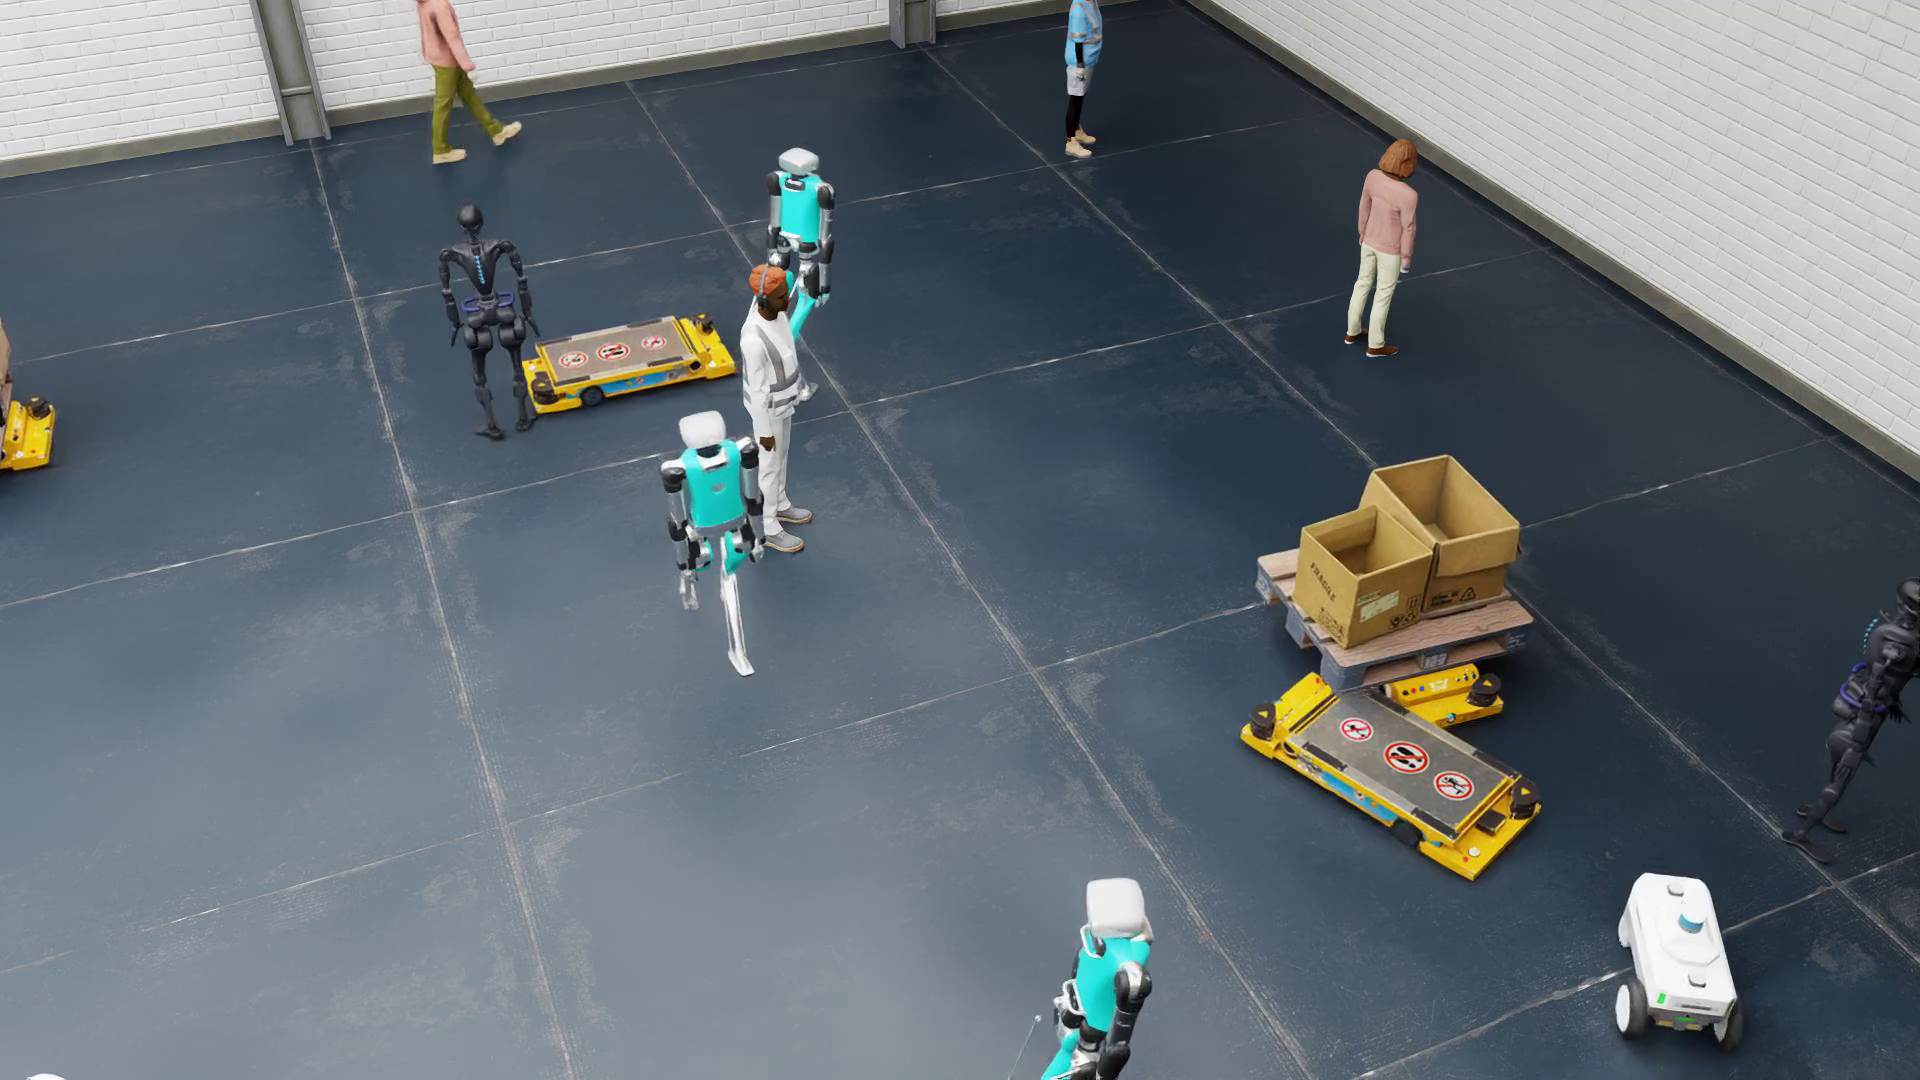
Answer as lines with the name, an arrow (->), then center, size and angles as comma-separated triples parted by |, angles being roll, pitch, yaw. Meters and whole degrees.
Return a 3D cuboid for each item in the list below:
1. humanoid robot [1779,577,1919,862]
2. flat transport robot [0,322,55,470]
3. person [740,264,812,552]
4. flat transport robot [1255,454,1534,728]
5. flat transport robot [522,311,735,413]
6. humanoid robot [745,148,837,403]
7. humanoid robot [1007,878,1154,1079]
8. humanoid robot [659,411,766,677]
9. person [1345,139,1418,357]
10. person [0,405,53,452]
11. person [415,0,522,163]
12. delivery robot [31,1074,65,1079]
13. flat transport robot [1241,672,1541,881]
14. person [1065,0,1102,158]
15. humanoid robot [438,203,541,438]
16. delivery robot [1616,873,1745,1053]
humanoid robot -> 4.384, 0.850, 8.007 | 0.328, 1.652, 0.584 | 28, 45, 31
flat transport robot -> -6.844, -0.610, 11.068 | 1.431, 0.231, 0.659 | -12, 39, -15
person -> -1.118, -0.802, 9.993 | 0.337, 1.882, 0.582 | 5, 38, 7
flat transport robot -> 2.456, 0.540, 9.570 | 0.659, 0.231, 1.431 | -12, 39, -15
flat transport robot -> -2.398, -1.279, 11.939 | 1.431, 0.231, 0.659 | -14, 40, -18
humanoid robot -> -1.184, -1.717, 11.318 | 0.532, 1.772, 0.754 | 21, 42, 25
humanoid robot -> 0.365, 1.998, 6.465 | 0.976, 1.732, 0.539 | -6, 38, -8
humanoid robot -> -1.435, -0.107, 9.223 | 0.558, 1.769, 0.967 | -17, 41, -21
person -> 3.029, -2.085, 11.864 | 0.274, 1.632, 0.506 | -21, 42, -25
person -> -6.428, -1.229, 10.522 | 0.673, 1.910, 0.564 | -20, 42, -24
person -> -4.331, -4.185, 14.464 | 0.907, 1.797, 0.572 | -17, 41, -21
delivery robot -> -3.538, 2.501, 6.795 | 0.797, 0.608, 0.499 | 13, 39, 17
flat transport robot -> 2.251, 1.182, 8.735 | 1.431, 0.231, 0.659 | 31, 47, 34
person -> 1.084, -4.219, 14.592 | 0.315, 1.695, 0.539 | 7, 38, 10
humanoid robot -> -3.096, -1.450, 11.003 | 0.588, 1.652, 0.358 | -12, 39, -15
delivery robot -> 3.260, 1.907, 7.561 | 0.499, 0.601, 0.805 | 5, 38, 7
